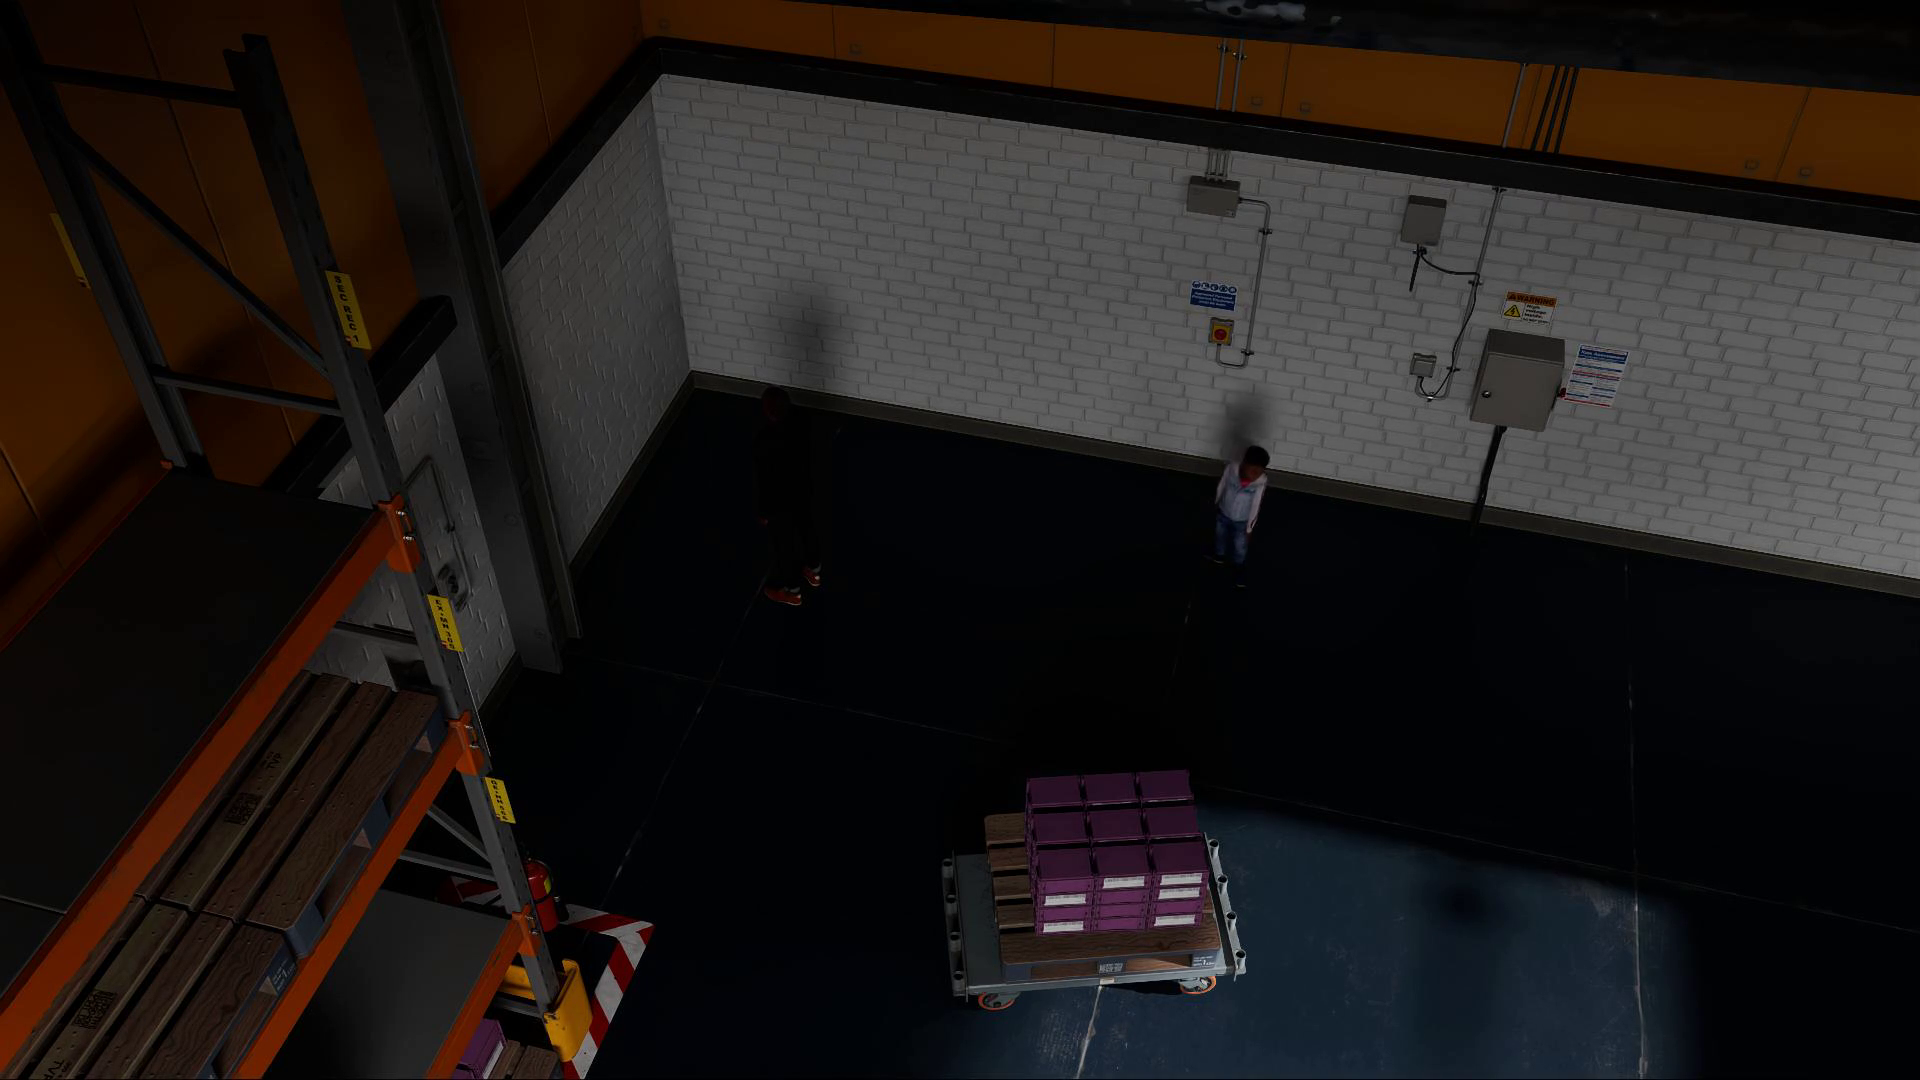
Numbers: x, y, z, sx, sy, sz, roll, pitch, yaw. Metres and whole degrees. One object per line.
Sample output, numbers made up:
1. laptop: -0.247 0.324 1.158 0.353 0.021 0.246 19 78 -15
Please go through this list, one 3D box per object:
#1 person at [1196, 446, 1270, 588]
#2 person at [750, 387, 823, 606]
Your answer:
1. person: 1.919 -0.235 11.618 0.634 1.239 0.690 -31 52 -29
2. person: -1.167 -0.305 11.272 0.831 1.817 0.675 27 50 25
